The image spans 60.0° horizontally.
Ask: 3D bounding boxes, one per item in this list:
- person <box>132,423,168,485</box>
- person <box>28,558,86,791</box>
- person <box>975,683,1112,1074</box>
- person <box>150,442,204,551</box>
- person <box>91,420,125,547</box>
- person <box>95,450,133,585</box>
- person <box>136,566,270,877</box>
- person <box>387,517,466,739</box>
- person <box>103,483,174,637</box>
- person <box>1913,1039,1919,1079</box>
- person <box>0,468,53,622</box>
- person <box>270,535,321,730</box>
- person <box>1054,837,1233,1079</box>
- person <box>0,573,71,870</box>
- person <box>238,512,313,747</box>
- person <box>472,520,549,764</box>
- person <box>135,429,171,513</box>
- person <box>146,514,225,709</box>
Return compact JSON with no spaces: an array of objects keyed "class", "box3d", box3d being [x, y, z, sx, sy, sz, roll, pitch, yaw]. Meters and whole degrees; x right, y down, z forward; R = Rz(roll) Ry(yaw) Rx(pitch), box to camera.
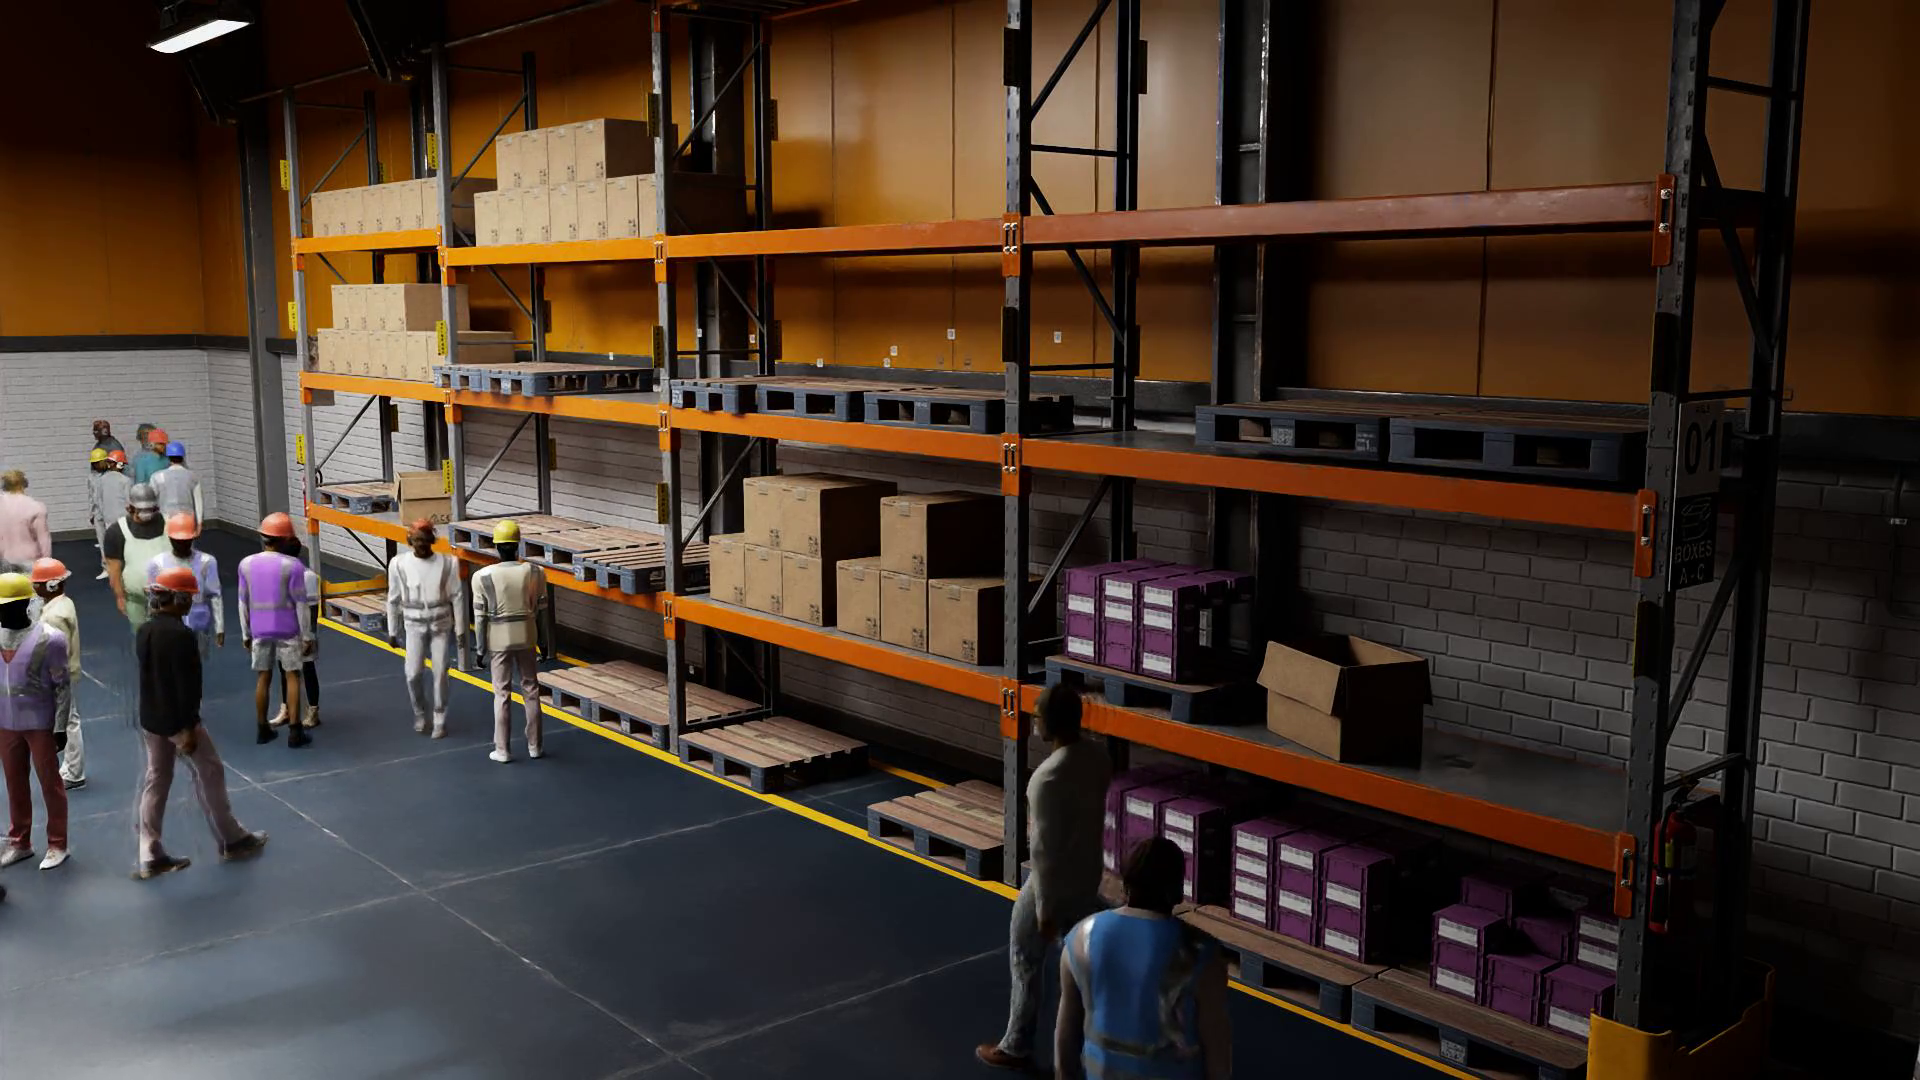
[{"class":"person","box3d":[-10.849,-0.590,22.450,0.540,2.000,0.691,5,10,33]},{"class":"person","box3d":[-6.740,0.995,12.417,0.323,1.752,0.562,-4,9,-28]},{"class":"person","box3d":[0.514,1.596,7.719,0.859,1.907,0.633,5,10,33]},{"class":"person","box3d":[-9.700,-0.259,20.623,0.606,1.913,0.968,-5,9,-29]},{"class":"person","box3d":[-12.552,-0.812,24.464,0.651,1.904,0.401,6,10,37]},{"class":"person","box3d":[-10.775,-0.286,21.348,0.559,1.746,0.332,3,9,17]},{"class":"person","box3d":[-4.960,1.139,10.737,0.629,1.948,0.933,6,10,34]},{"class":"person","box3d":[-4.435,0.735,13.838,0.617,1.867,0.396,-2,8,-15]},{"class":"person","box3d":[-7.406,0.451,15.213,0.708,2.000,0.542,-5,10,-31]},{"class":"person","box3d":[3.367,1.928,5.534,0.351,1.878,0.568,2,8,14]},{"class":"person","box3d":[-9.722,0.224,17.183,0.671,1.926,0.533,0,8,-3]},{"class":"person","box3d":[-5.685,0.768,14.182,0.536,1.699,0.322,3,9,19]},{"class":"person","box3d":[0.622,1.932,5.834,0.782,1.795,0.537,6,10,35]},{"class":"person","box3d":[-6.009,1.158,10.687,0.590,1.927,0.367,1,8,6]},{"class":"person","box3d":[-5.612,0.730,13.659,0.569,1.936,0.377,0,8,2]},{"class":"person","box3d":[-3.544,0.804,13.146,0.587,1.928,0.362,-4,9,-28]},{"class":"person","box3d":[-10.497,-0.475,21.880,0.511,1.969,0.633,2,9,16]},{"class":"person","box3d":[-6.406,0.730,13.803,0.562,1.880,0.985,-5,10,-31]}]
